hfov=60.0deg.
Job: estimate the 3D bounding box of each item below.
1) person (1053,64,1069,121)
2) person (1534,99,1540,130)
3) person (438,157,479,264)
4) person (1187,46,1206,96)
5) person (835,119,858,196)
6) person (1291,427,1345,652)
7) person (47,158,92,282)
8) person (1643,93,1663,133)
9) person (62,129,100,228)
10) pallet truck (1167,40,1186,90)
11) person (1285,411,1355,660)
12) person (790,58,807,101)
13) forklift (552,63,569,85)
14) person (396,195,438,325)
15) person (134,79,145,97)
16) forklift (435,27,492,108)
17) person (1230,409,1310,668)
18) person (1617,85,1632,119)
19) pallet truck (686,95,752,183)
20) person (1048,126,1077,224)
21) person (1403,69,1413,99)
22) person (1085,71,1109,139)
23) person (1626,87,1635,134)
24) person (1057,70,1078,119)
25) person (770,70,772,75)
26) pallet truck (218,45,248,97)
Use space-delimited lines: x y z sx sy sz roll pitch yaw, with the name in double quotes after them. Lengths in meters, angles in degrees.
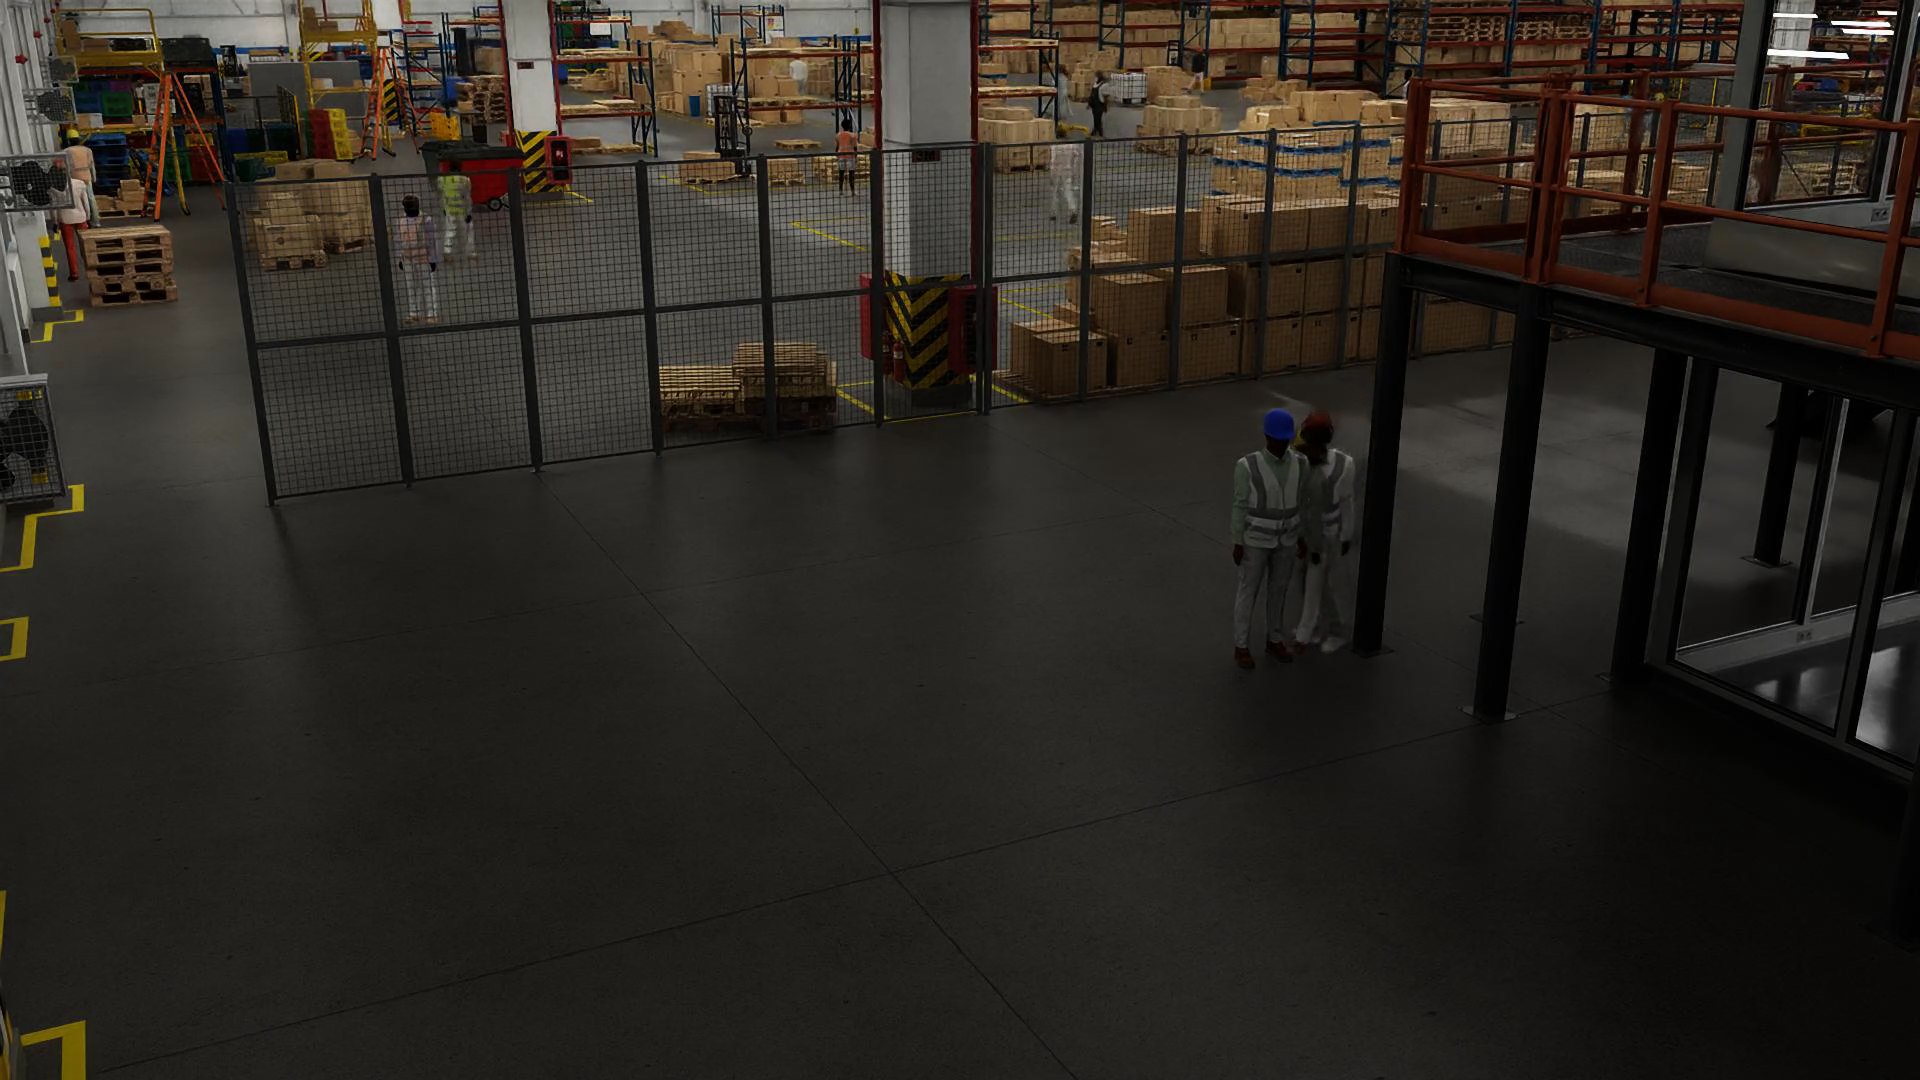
3.417 -14.870 55.317 0.783 1.854 0.588 -5 20 -15 "person"
15.857 -11.386 45.227 0.580 1.846 0.398 -5 20 -14 "person"
-8.743 -5.714 28.855 0.624 1.813 0.891 3 19 8 "person"
9.467 -18.731 66.371 0.659 1.958 0.817 -9 21 -24 "person"
-2.551 -8.613 37.441 0.534 1.690 0.321 5 20 14 "person"
2.700 -0.003 12.461 0.497 1.705 0.510 3 19 9 "person"
-14.493 -5.217 27.128 0.608 1.996 0.381 -17 25 -41 "person"
18.180 -10.853 43.799 0.657 1.789 0.407 -10 21 -26 "person"
-17.246 -7.069 32.603 0.384 1.924 0.594 14 24 35 "person"
9.045 -19.971 69.895 0.823 1.965 1.885 -3 19 -8 "pallet truck"
2.573 -0.048 12.376 0.584 1.835 0.933 12 23 32 "person"
-5.961 -17.040 61.531 0.639 1.909 0.858 -2 19 -5 "person"
-17.985 -20.985 71.501 1.873 2.768 1.129 -15 24 -37 "forklift"
-7.808 -4.021 23.894 0.633 1.843 0.429 5 20 13 "person"
-25.256 -13.411 51.439 0.517 1.633 0.313 8 20 21 "person"
-18.152 -17.225 60.601 1.873 2.768 1.129 -9 21 -25 "forklift"
2.263 -0.017 12.127 0.618 1.945 0.395 -7 20 -18 "person"
19.010 -12.260 48.012 0.553 1.671 0.683 -6 20 -17 "person"
-5.836 -9.608 39.856 0.823 1.965 1.885 10 22 27 "pallet truck"
2.068 -7.322 33.382 0.632 1.908 0.924 -6 20 -17 "person"
13.860 -13.587 51.510 0.392 1.919 0.590 2 19 6 "person"
4.044 -12.966 49.525 0.807 2.000 0.701 -9 21 -23 "person"
17.831 -11.079 44.254 0.554 1.901 0.861 -10 22 -27 "person"
3.621 -15.054 56.243 0.860 1.592 0.551 -5 20 -15 "person"
-6.582 -15.642 57.542 0.946 1.878 0.601 -4 19 -11 "person"
-28.879 -18.665 66.111 0.823 1.965 1.885 -3 19 -9 "pallet truck"
